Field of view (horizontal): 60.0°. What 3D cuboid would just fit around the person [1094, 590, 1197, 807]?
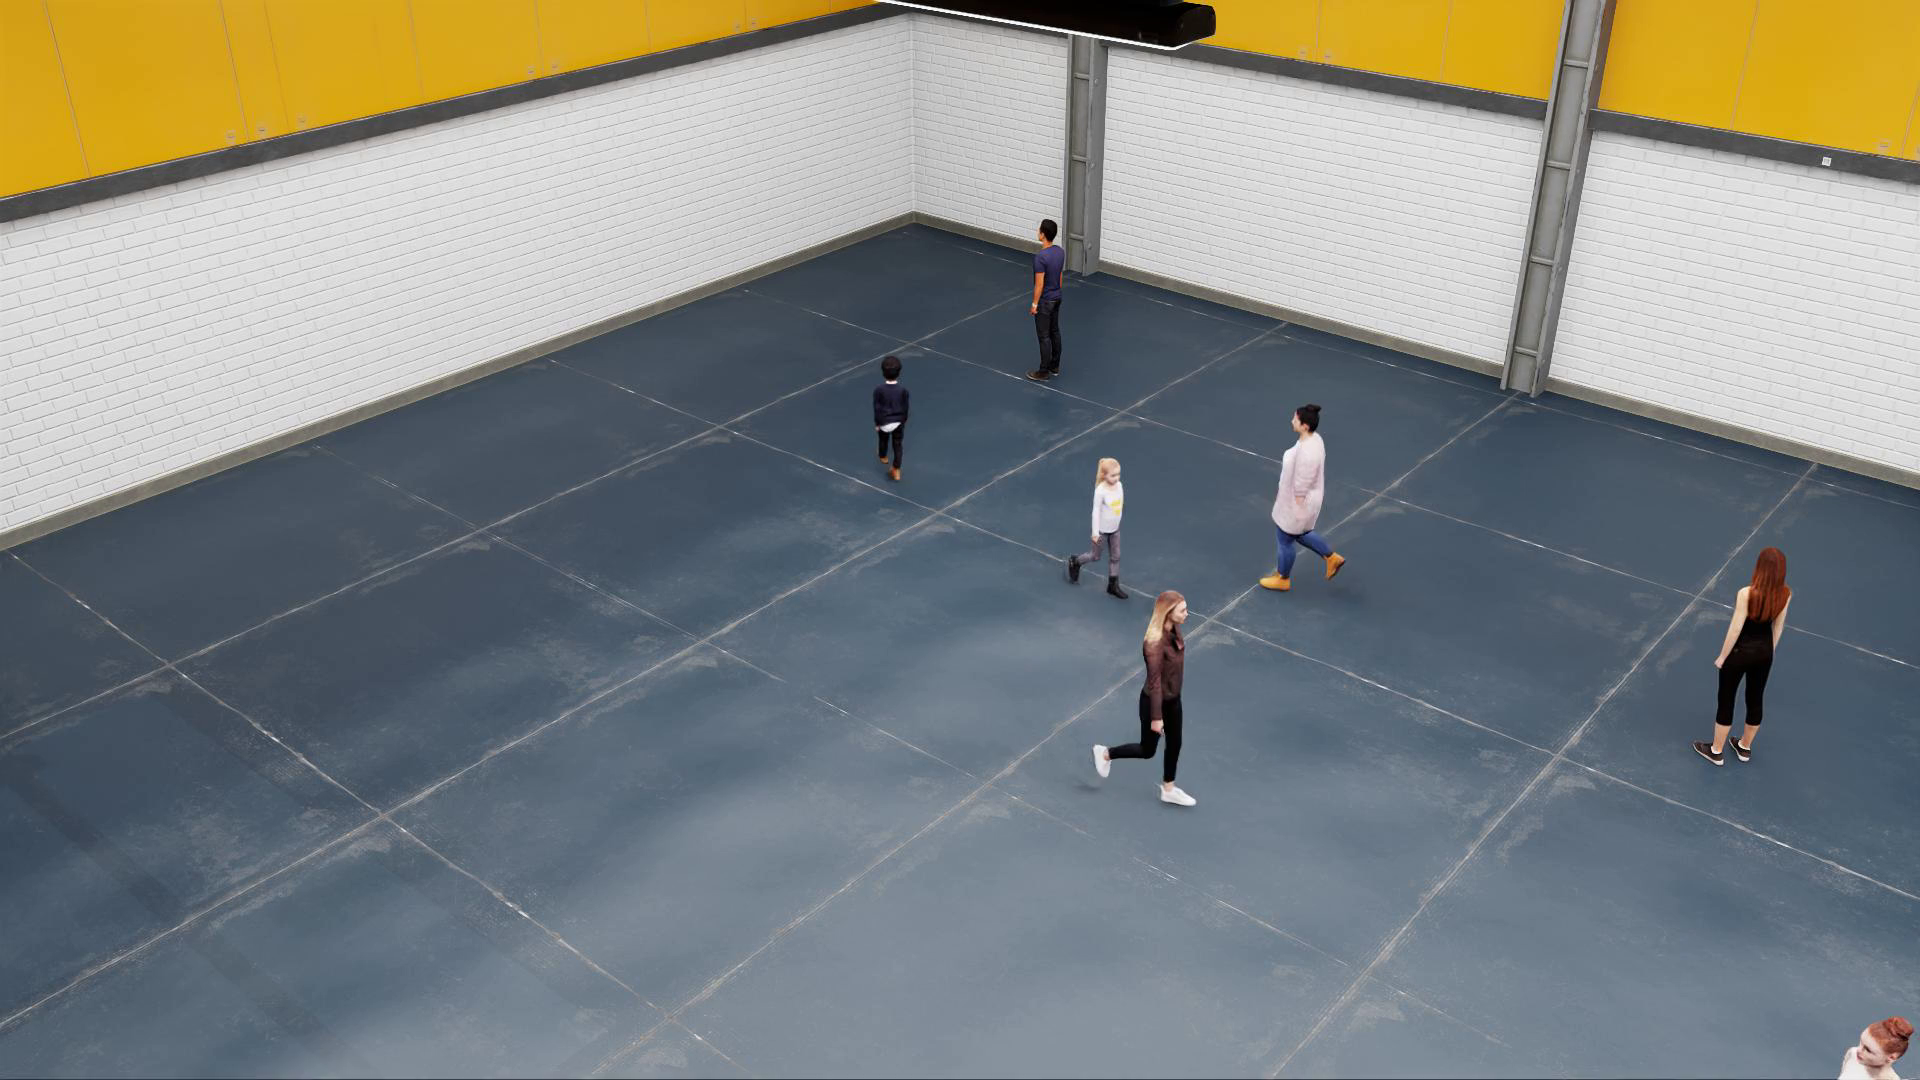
[{"bbox_3d":[1.301,1.088,11.377,1.012,1.687,0.709,15,32,25],"label":"person"}]

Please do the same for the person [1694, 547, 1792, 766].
[{"bbox_3d":[5.608,0.820,11.828,0.642,1.726,0.695,-3,29,-6],"label":"person"}]

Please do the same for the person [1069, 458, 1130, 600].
[{"bbox_3d":[1.182,-0.127,14.048,0.569,1.263,0.862,-23,36,-36],"label":"person"}]

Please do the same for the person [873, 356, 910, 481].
[{"bbox_3d":[-0.649,-1.144,15.973,0.771,1.205,0.853,-5,29,-9],"label":"person"}]

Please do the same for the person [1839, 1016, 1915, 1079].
[{"bbox_3d":[4.323,2.939,7.886,0.783,1.781,0.715,-5,29,-9],"label":"person"}]

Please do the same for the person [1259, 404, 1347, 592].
[{"bbox_3d":[2.931,-0.331,13.937,1.045,1.727,0.892,9,30,15],"label":"person"}]

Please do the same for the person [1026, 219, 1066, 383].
[{"bbox_3d":[0.956,-2.606,18.039,0.532,1.793,0.648,20,34,32],"label":"person"}]
